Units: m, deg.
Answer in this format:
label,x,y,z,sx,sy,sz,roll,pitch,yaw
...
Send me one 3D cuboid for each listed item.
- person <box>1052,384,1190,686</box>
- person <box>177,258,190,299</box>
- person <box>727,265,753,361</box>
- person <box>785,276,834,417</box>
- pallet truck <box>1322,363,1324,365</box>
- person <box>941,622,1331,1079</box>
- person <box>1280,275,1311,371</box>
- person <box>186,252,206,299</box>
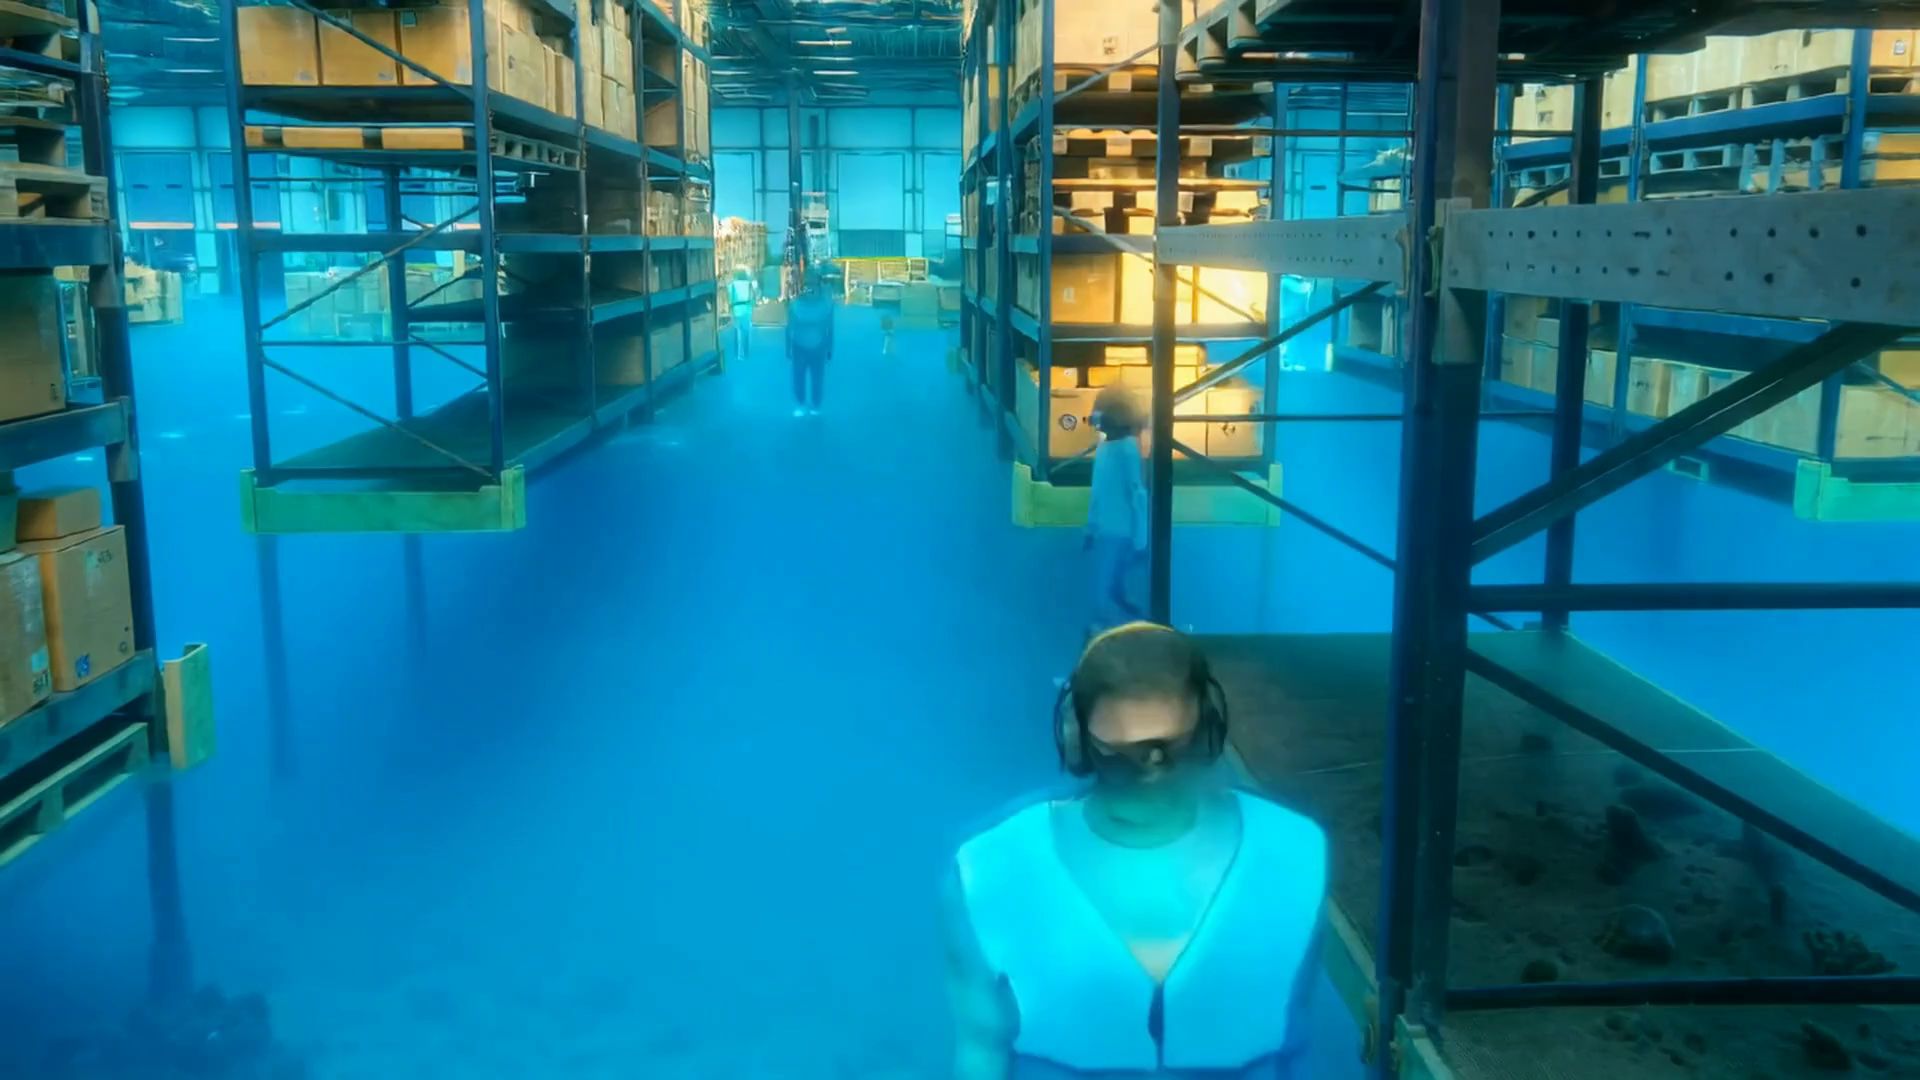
label,x,y,z,sx,sy,sz,roll,pitch,yaw
person,0.873,-0.031,8.833,0.738,1.607,0.500,-1,10,-8
person,-31.711,-10.689,67.971,0.558,1.681,0.379,-1,10,-4
person,-4.359,-4.509,33.039,0.542,1.890,1.018,-3,11,-15
person,-2.024,-2.570,22.207,0.680,1.876,0.814,1,10,4
pallet truck,7.712,-4.157,30.737,1.885,1.965,0.823,3,11,16
person,0.268,1.008,2.422,0.608,1.824,0.511,-1,10,-4
person,6.084,-4.028,30.196,0.627,1.936,0.373,-3,11,-18
person,-31.090,-10.721,67.591,0.963,1.889,0.593,2,10,12
